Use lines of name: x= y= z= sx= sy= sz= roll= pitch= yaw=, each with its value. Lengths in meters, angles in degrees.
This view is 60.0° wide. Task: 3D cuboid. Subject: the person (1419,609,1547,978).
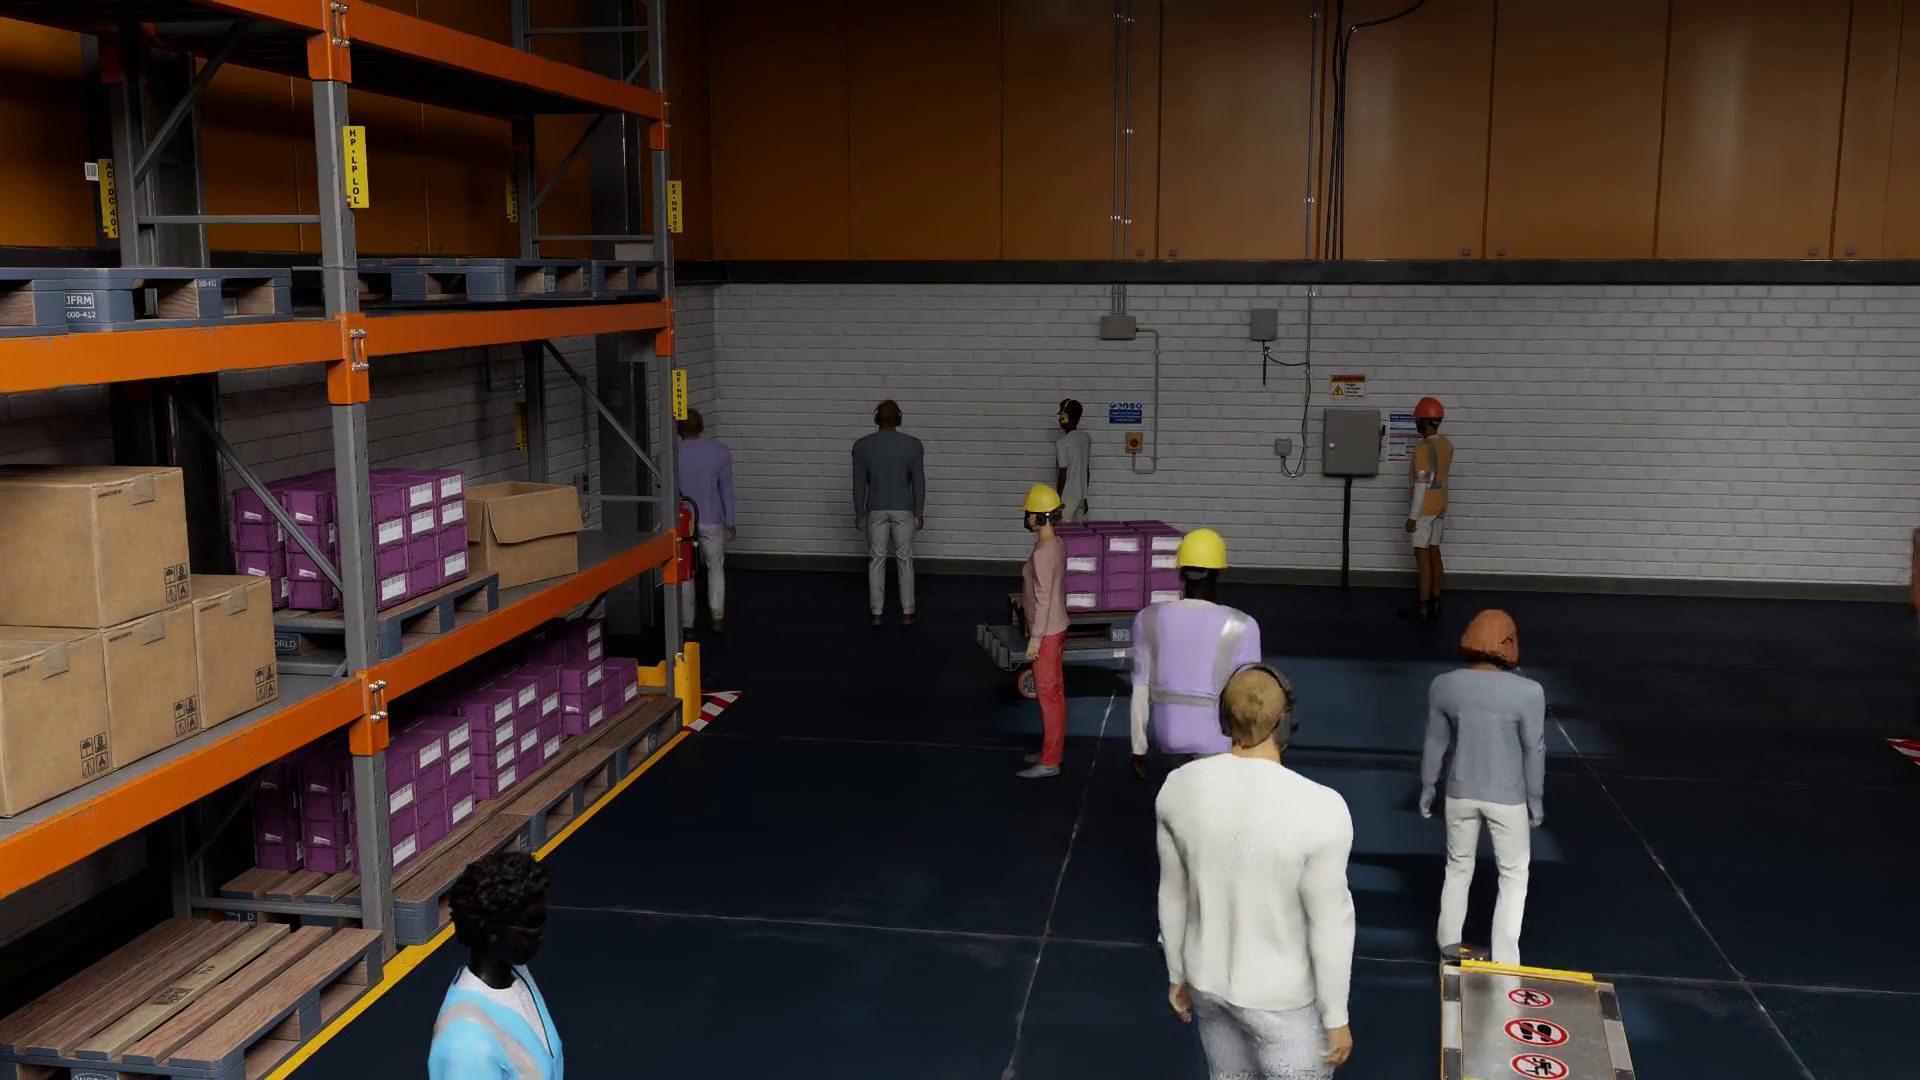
person: x=2.190 y=1.101 z=6.986 sx=0.588 sy=1.619 sz=0.422 roll=8 pitch=12 yaw=39

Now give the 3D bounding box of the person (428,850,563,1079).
person: x=-1.091 y=1.559 z=3.949 sx=0.321 sy=1.693 sz=0.529 roll=-1 pitch=9 yaw=-6

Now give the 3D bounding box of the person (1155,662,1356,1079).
person: x=0.815 y=1.305 z=4.819 sx=0.642 sy=1.919 sz=0.568 roll=9 pitch=13 yaw=43

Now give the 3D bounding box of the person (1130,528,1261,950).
person: x=1.072 y=0.883 z=7.575 sx=0.600 sy=1.881 sz=1.011 roll=4 pitch=10 yaw=26

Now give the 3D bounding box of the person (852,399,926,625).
person: x=-0.606 y=-0.234 z=14.252 sx=0.627 sy=1.940 sz=0.371 roll=0 pitch=9 yaw=1

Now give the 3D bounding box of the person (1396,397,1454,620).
person: x=4.055 y=-0.274 z=14.502 sx=0.355 sy=1.938 sz=0.545 roll=8 pitch=12 yaw=40

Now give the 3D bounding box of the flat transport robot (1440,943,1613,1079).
flat transport robot: x=2.141 y=1.897 z=6.238 sx=0.652 sy=0.197 sz=1.431 roll=3 pitch=10 yaw=16

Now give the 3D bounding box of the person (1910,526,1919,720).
person: x=6.473 y=0.460 z=10.971 sx=0.554 sy=1.620 sz=0.518 roll=-6 pitch=11 yaw=-31

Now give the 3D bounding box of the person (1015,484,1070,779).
person: x=0.494 y=0.546 z=9.975 sx=0.310 sy=1.769 sz=0.523 roll=2 pitch=9 yaw=12

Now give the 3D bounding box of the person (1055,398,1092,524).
person: x=1.001 y=-0.358 z=15.231 sx=0.325 sy=1.871 sz=0.524 roll=7 pitch=11 yaw=37

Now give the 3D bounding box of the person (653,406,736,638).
person: x=-2.187 y=-0.138 z=13.689 sx=0.673 sy=1.929 sz=0.456 roll=-3 pitch=10 yaw=-17
